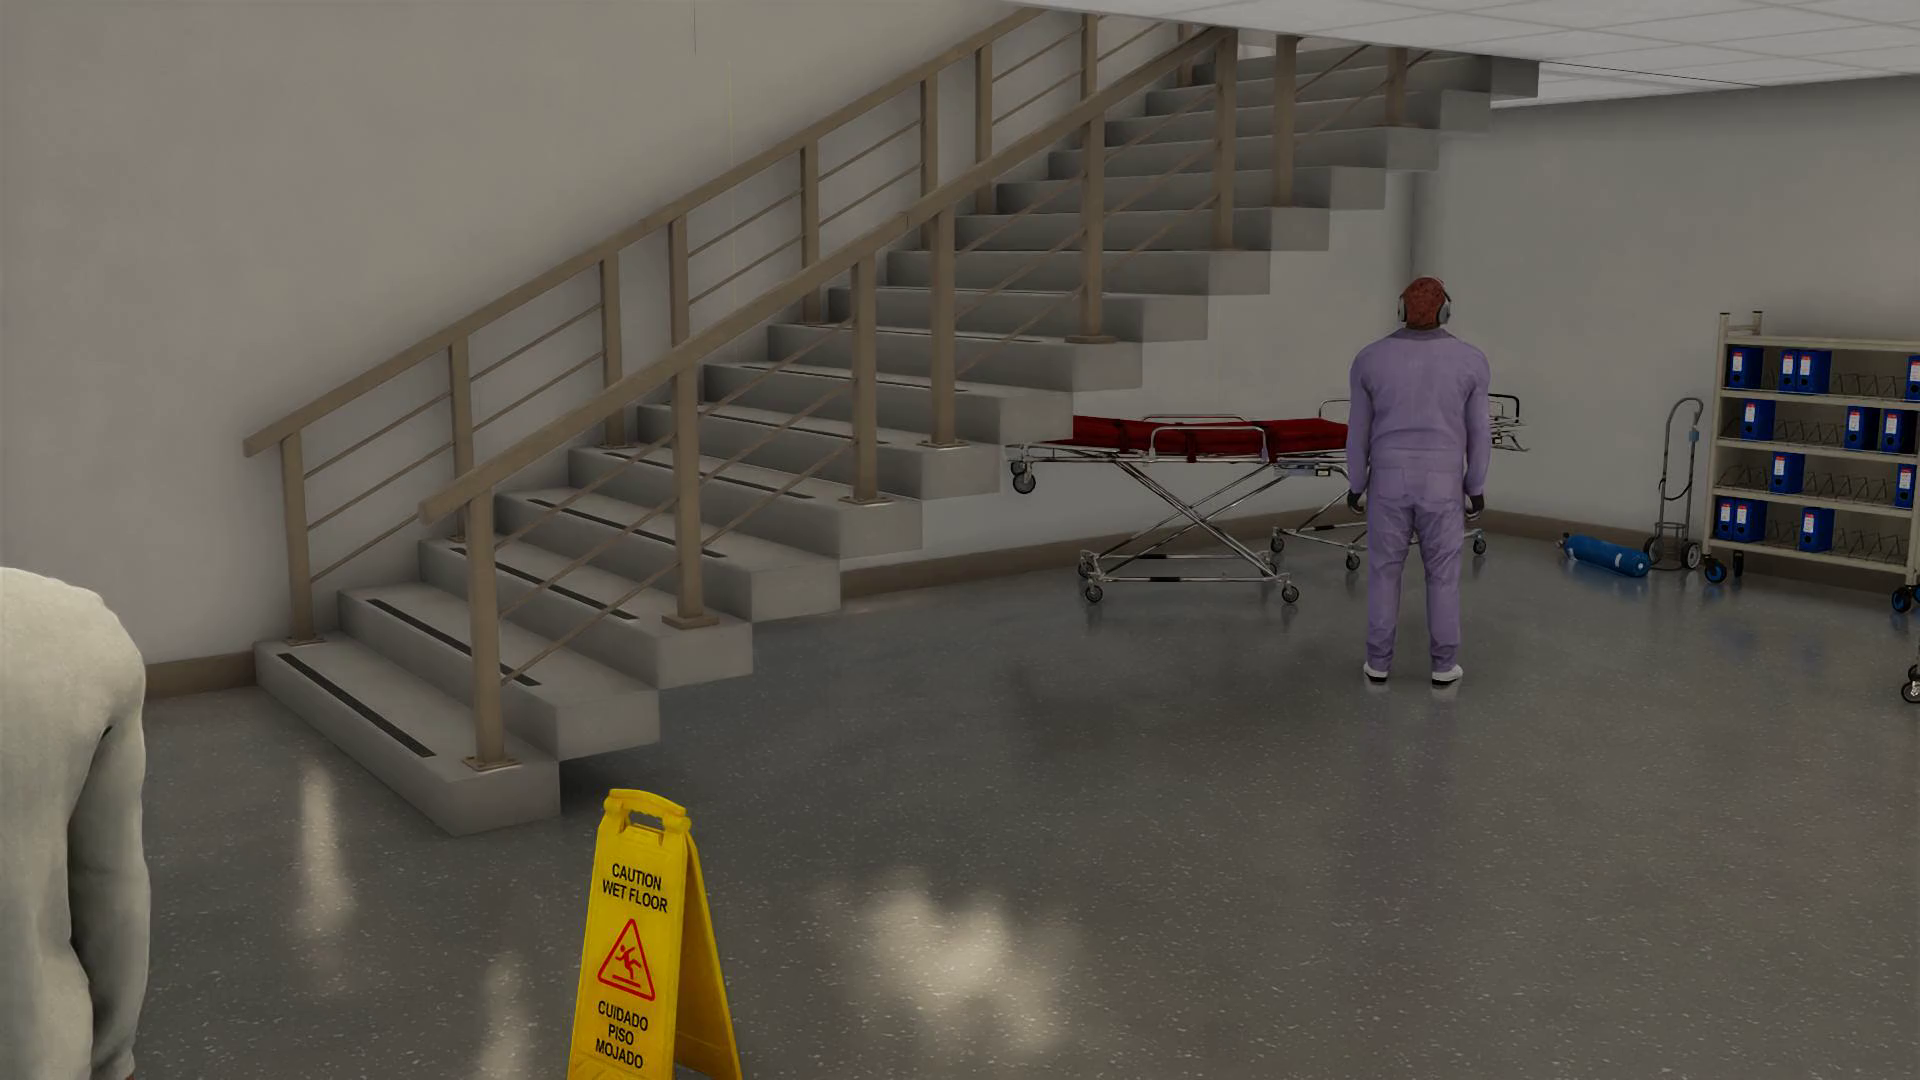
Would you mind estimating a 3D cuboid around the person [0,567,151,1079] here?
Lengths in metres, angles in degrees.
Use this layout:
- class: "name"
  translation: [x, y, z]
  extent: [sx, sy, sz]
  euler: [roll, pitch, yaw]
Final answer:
- class: "person"
  translation: [-1.261, 0.720, 1.993]
  extent: [0.372, 1.940, 0.630]
  euler: [5, 11, 28]

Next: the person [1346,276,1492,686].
- class: "person"
  translation: [2.141, -0.273, 7.802]
  extent: [0.646, 1.907, 0.401]
  euler: [3, 10, 17]
